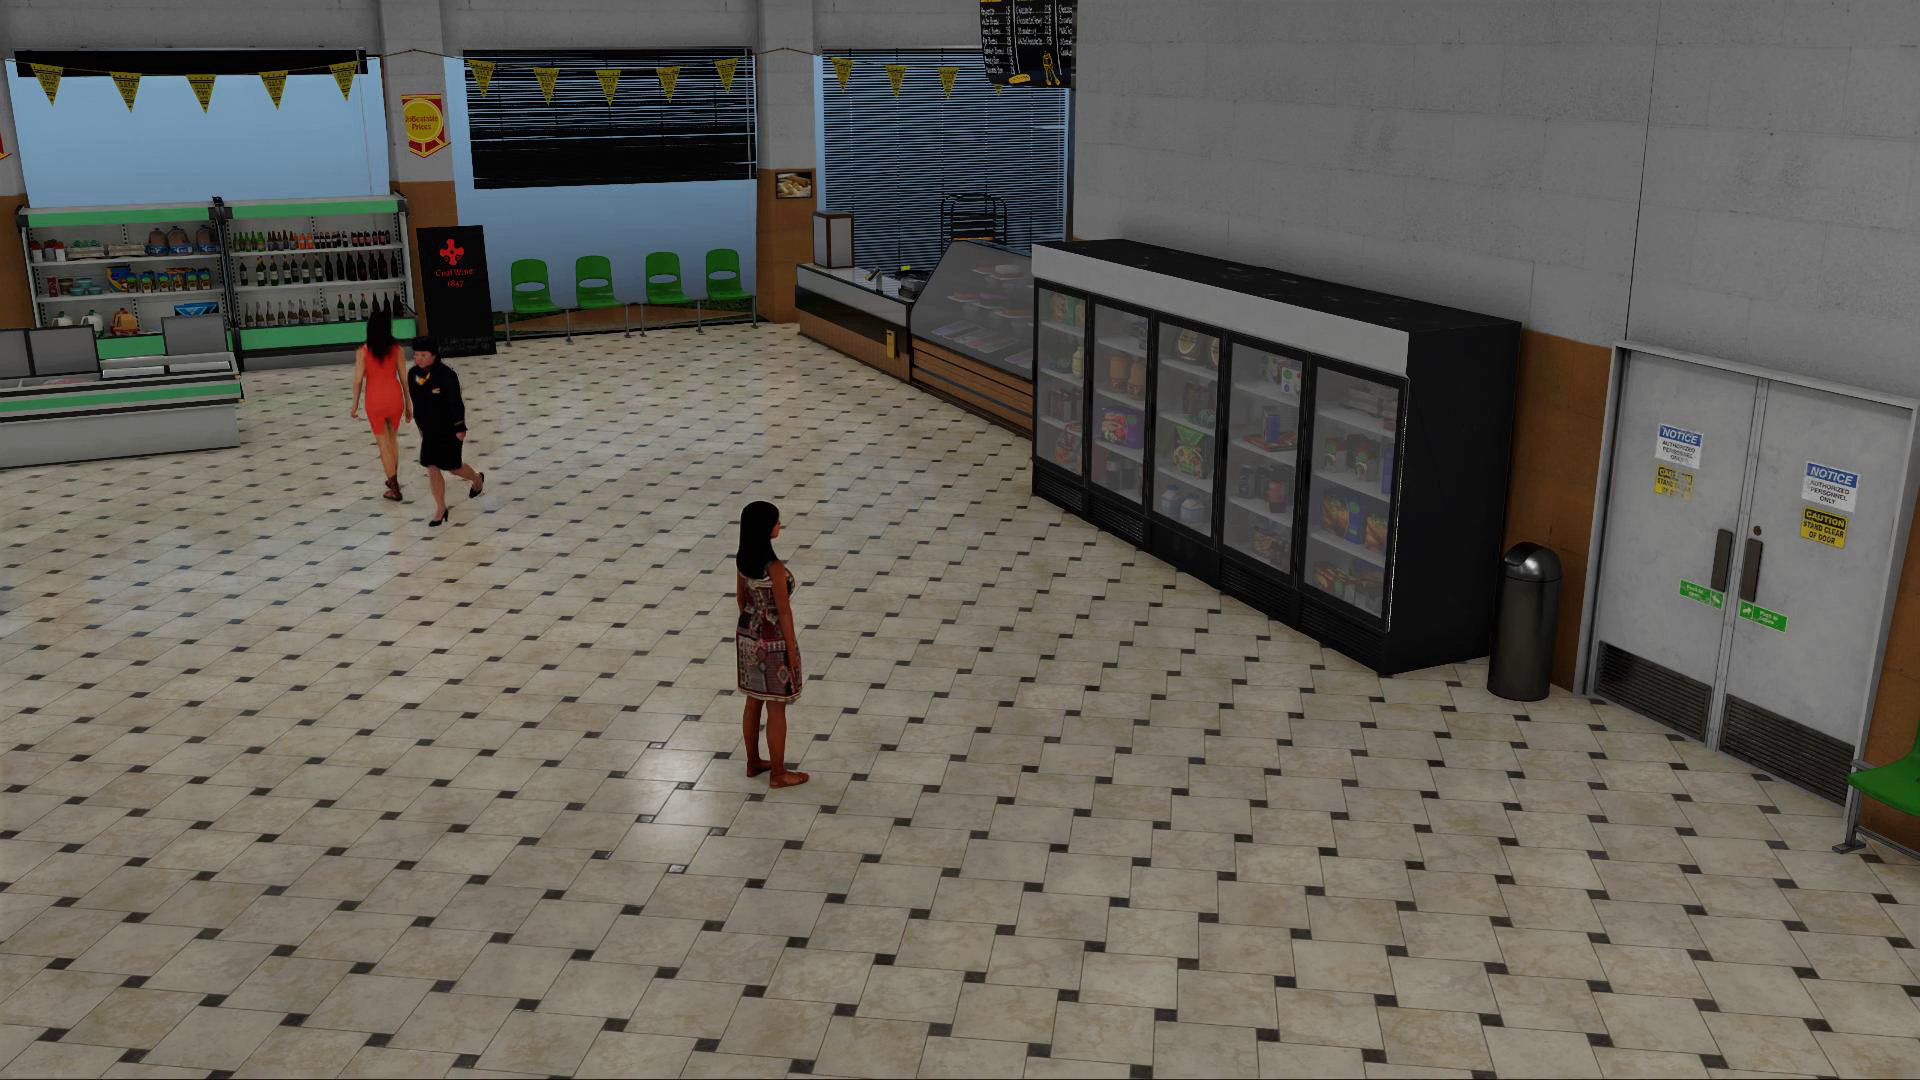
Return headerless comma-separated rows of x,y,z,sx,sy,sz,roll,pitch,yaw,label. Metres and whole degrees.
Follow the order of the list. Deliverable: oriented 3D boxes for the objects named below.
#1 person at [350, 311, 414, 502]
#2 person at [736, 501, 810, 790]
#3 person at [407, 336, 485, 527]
-5.148,-1.185,14.991,0.768,1.703,0.780,-15,23,-41,person
-1.089,0.575,9.292,0.647,1.645,0.711,-15,23,-41,person
-4.419,-0.952,14.334,1.034,1.639,1.103,7,18,22,person
